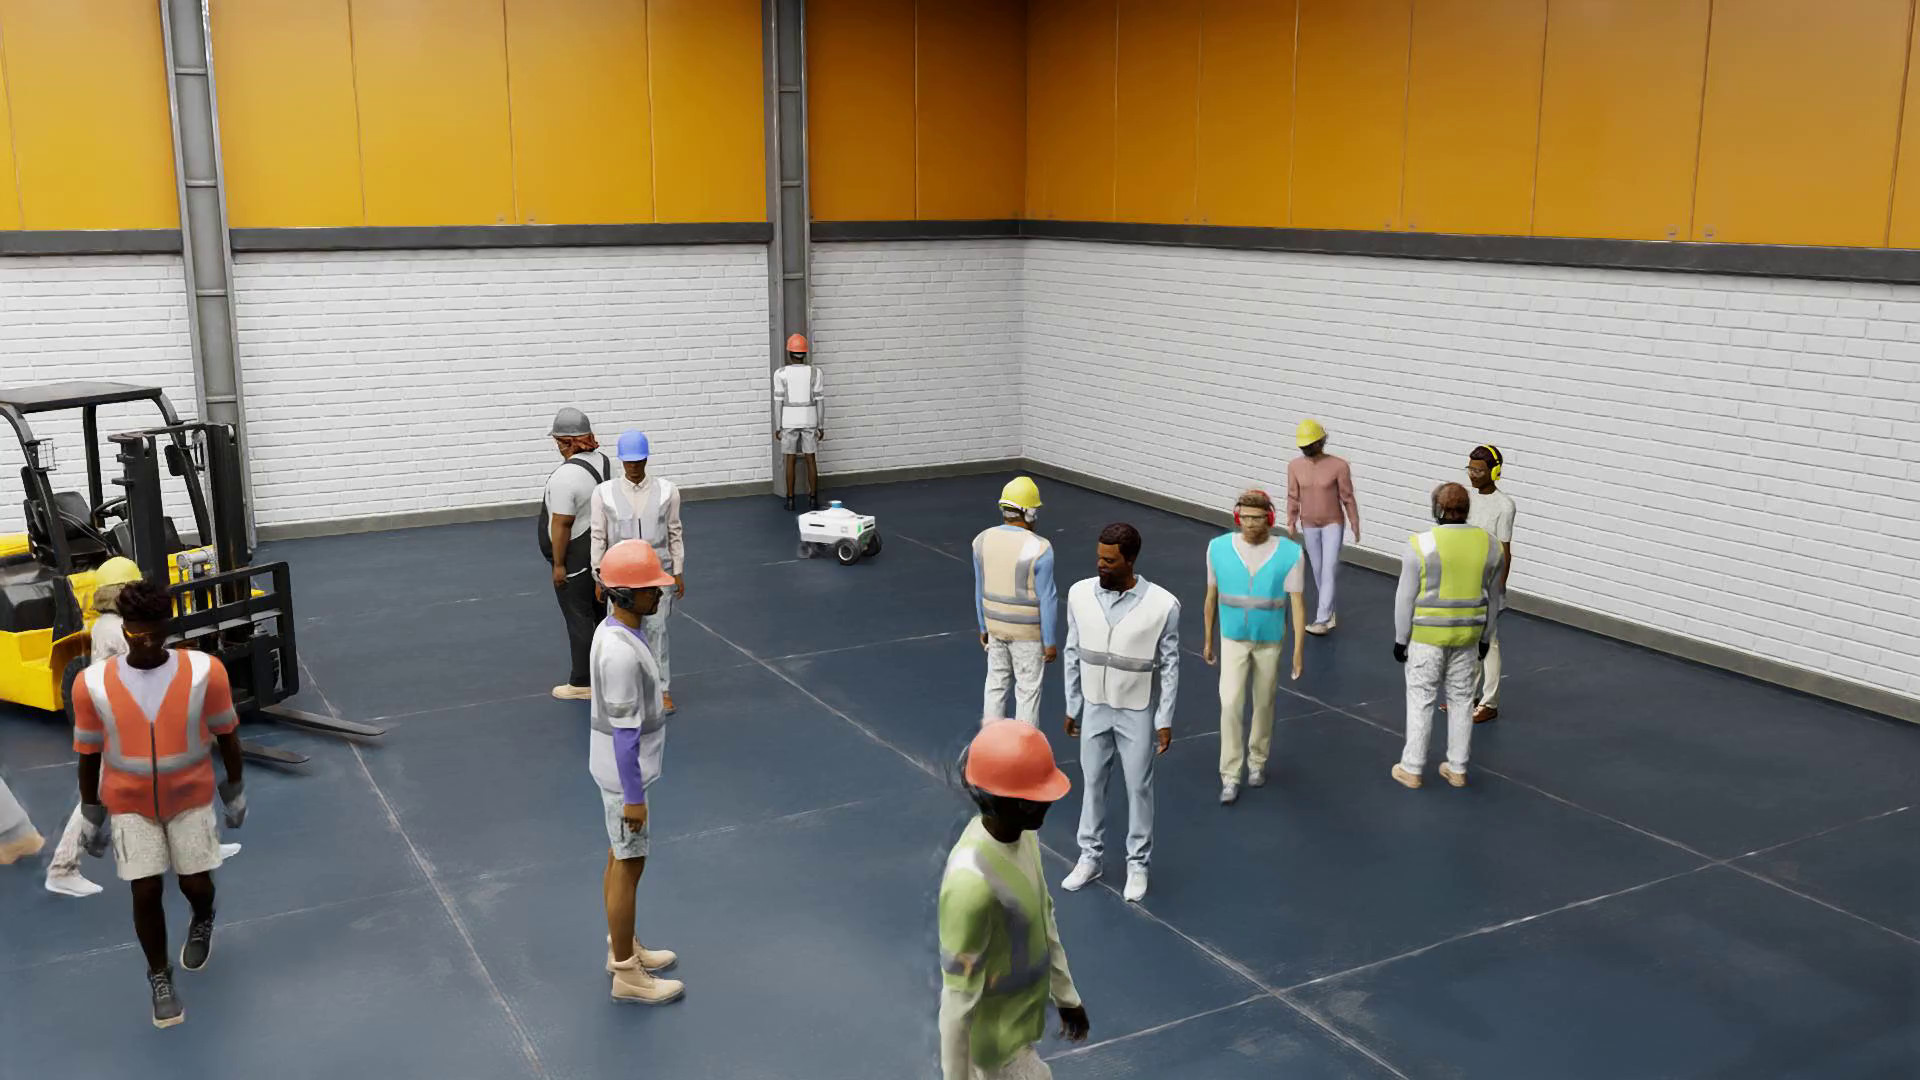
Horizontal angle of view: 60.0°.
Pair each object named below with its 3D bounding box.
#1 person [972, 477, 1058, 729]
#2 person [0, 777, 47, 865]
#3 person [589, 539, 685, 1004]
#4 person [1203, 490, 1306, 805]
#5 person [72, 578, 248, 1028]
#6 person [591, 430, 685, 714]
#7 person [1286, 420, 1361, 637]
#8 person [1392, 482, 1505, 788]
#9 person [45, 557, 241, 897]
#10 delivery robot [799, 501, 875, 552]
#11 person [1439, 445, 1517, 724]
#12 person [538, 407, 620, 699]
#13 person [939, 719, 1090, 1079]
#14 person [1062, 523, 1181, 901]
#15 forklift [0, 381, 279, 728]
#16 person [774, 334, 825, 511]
[{"bbox_3d":[0.348,0.524,10.030,0.587,1.824,0.404,11,16,41],"label":"person"},{"bbox_3d":[-5.298,0.708,8.644,0.980,2.000,0.681,-1,12,-5],"label":"person"},{"bbox_3d":[-1.418,0.998,7.278,0.395,2.044,0.609,-3,12,-12],"label":"person"},{"bbox_3d":[1.684,0.620,9.594,0.593,1.810,0.835,3,12,13],"label":"person"},{"bbox_3d":[-3.420,1.080,7.130,0.646,1.942,0.585,-5,13,-23],"label":"person"},{"bbox_3d":[-2.147,0.226,11.120,0.617,1.946,0.396,-4,13,-17],"label":"person"},{"bbox_3d":[2.854,-0.096,13.166,0.601,1.707,0.780,7,14,30],"label":"person"},{"bbox_3d":[2.852,0.566,9.812,0.631,1.833,0.429,-2,12,-9],"label":"person"},{"bbox_3d":[-4.254,0.933,8.446,0.933,1.682,0.501,-8,14,-33],"label":"person"},{"bbox_3d":[-1.175,-0.129,15.850,0.707,0.478,0.477,6,13,25],"label":"delivery robot"},{"bbox_3d":[3.450,0.289,11.047,0.333,1.860,0.509,-4,13,-17],"label":"person"},{"bbox_3d":[-2.677,0.073,11.620,0.534,2.000,0.681,5,13,20],"label":"person"},{"bbox_3d":[0.150,1.484,5.141,1.053,1.984,0.619,2,12,11],"label":"person"},{"bbox_3d":[0.802,0.842,8.312,0.590,1.917,0.395,6,13,25],"label":"person"},{"bbox_3d":[-5.853,0.085,11.199,2.313,2.155,1.214,7,14,28],"label":"forklift"},{"bbox_3d":[-1.756,-1.283,18.206,0.552,1.942,0.342,-2,12,-8],"label":"person"}]
